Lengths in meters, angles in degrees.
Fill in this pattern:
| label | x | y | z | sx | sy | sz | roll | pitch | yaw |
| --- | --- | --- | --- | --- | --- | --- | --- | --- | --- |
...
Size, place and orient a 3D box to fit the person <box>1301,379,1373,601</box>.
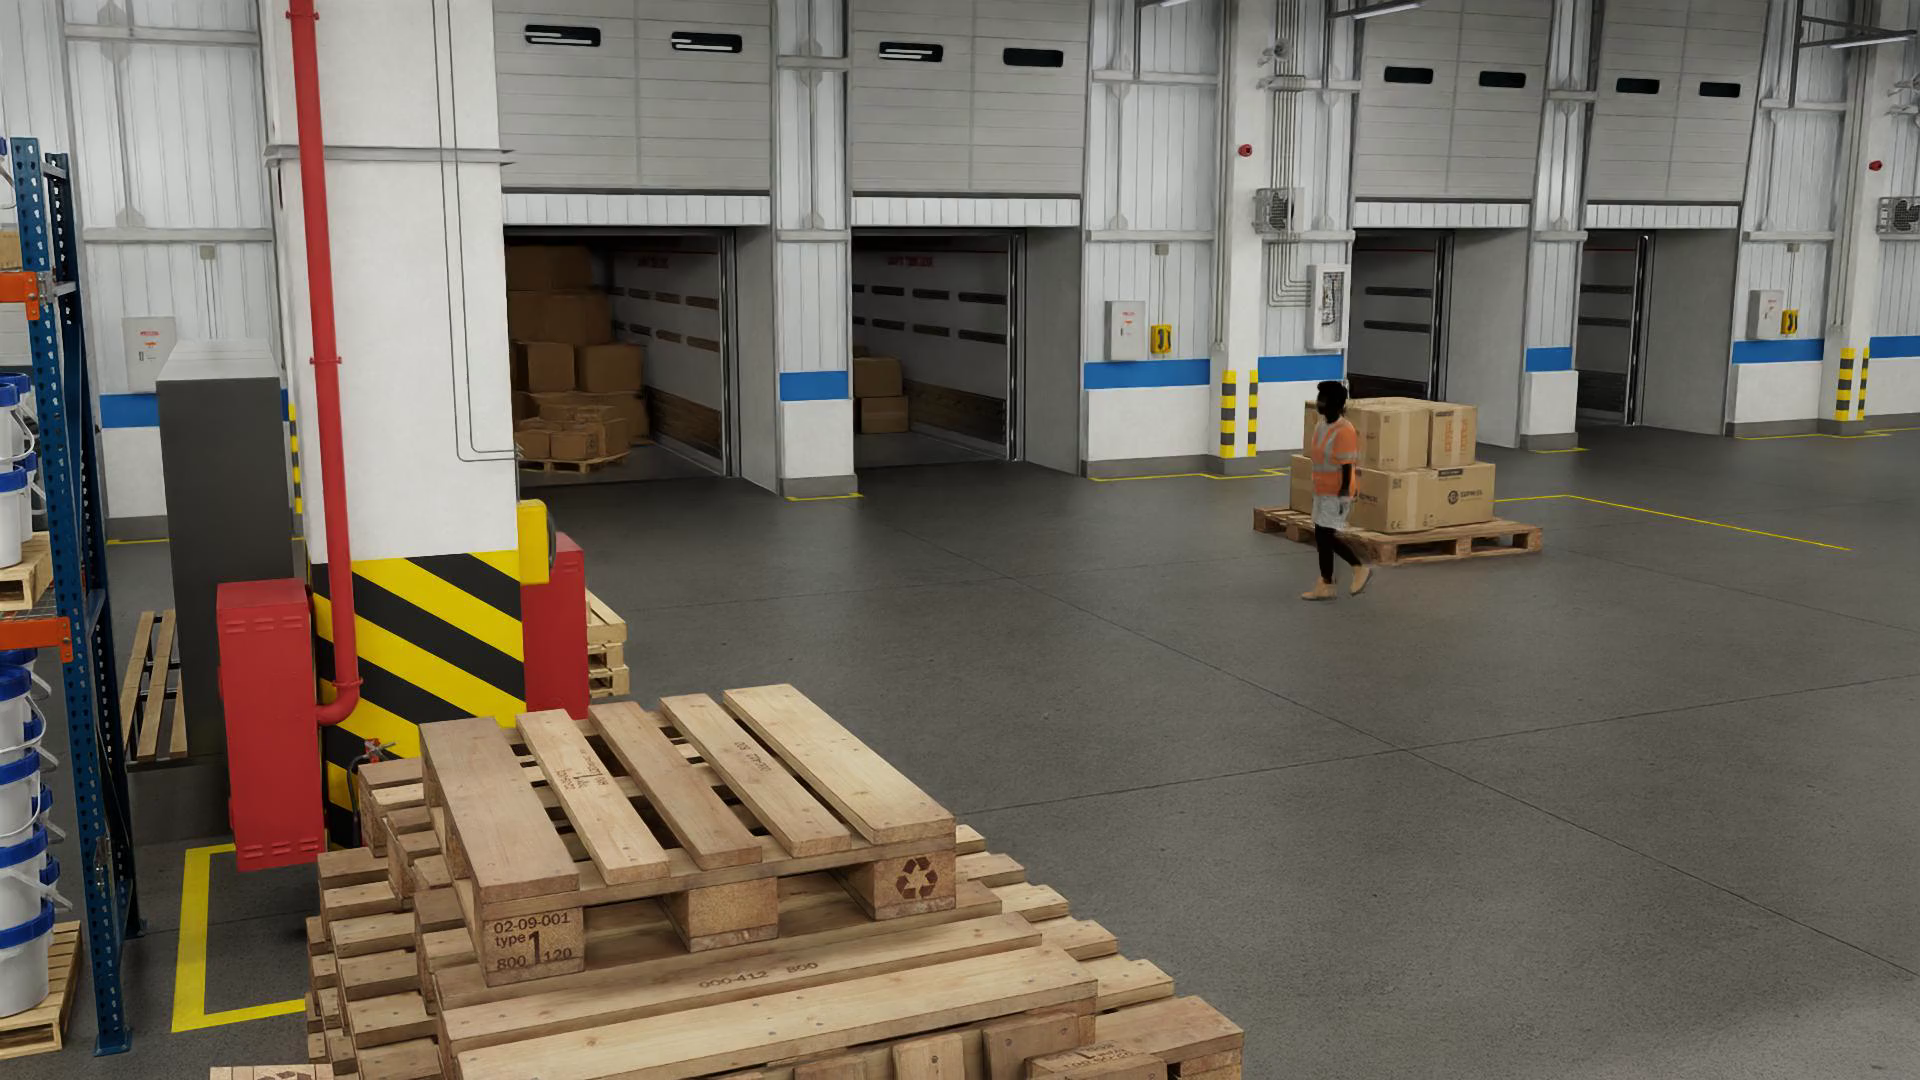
| label | x | y | z | sx | sy | sz | roll | pitch | yaw |
| --- | --- | --- | --- | --- | --- | --- | --- | --- | --- |
| person | 2.814 | -0.359 | 12.438 | 0.426 | 1.684 | 0.546 | -2 | 11 | -13 |
